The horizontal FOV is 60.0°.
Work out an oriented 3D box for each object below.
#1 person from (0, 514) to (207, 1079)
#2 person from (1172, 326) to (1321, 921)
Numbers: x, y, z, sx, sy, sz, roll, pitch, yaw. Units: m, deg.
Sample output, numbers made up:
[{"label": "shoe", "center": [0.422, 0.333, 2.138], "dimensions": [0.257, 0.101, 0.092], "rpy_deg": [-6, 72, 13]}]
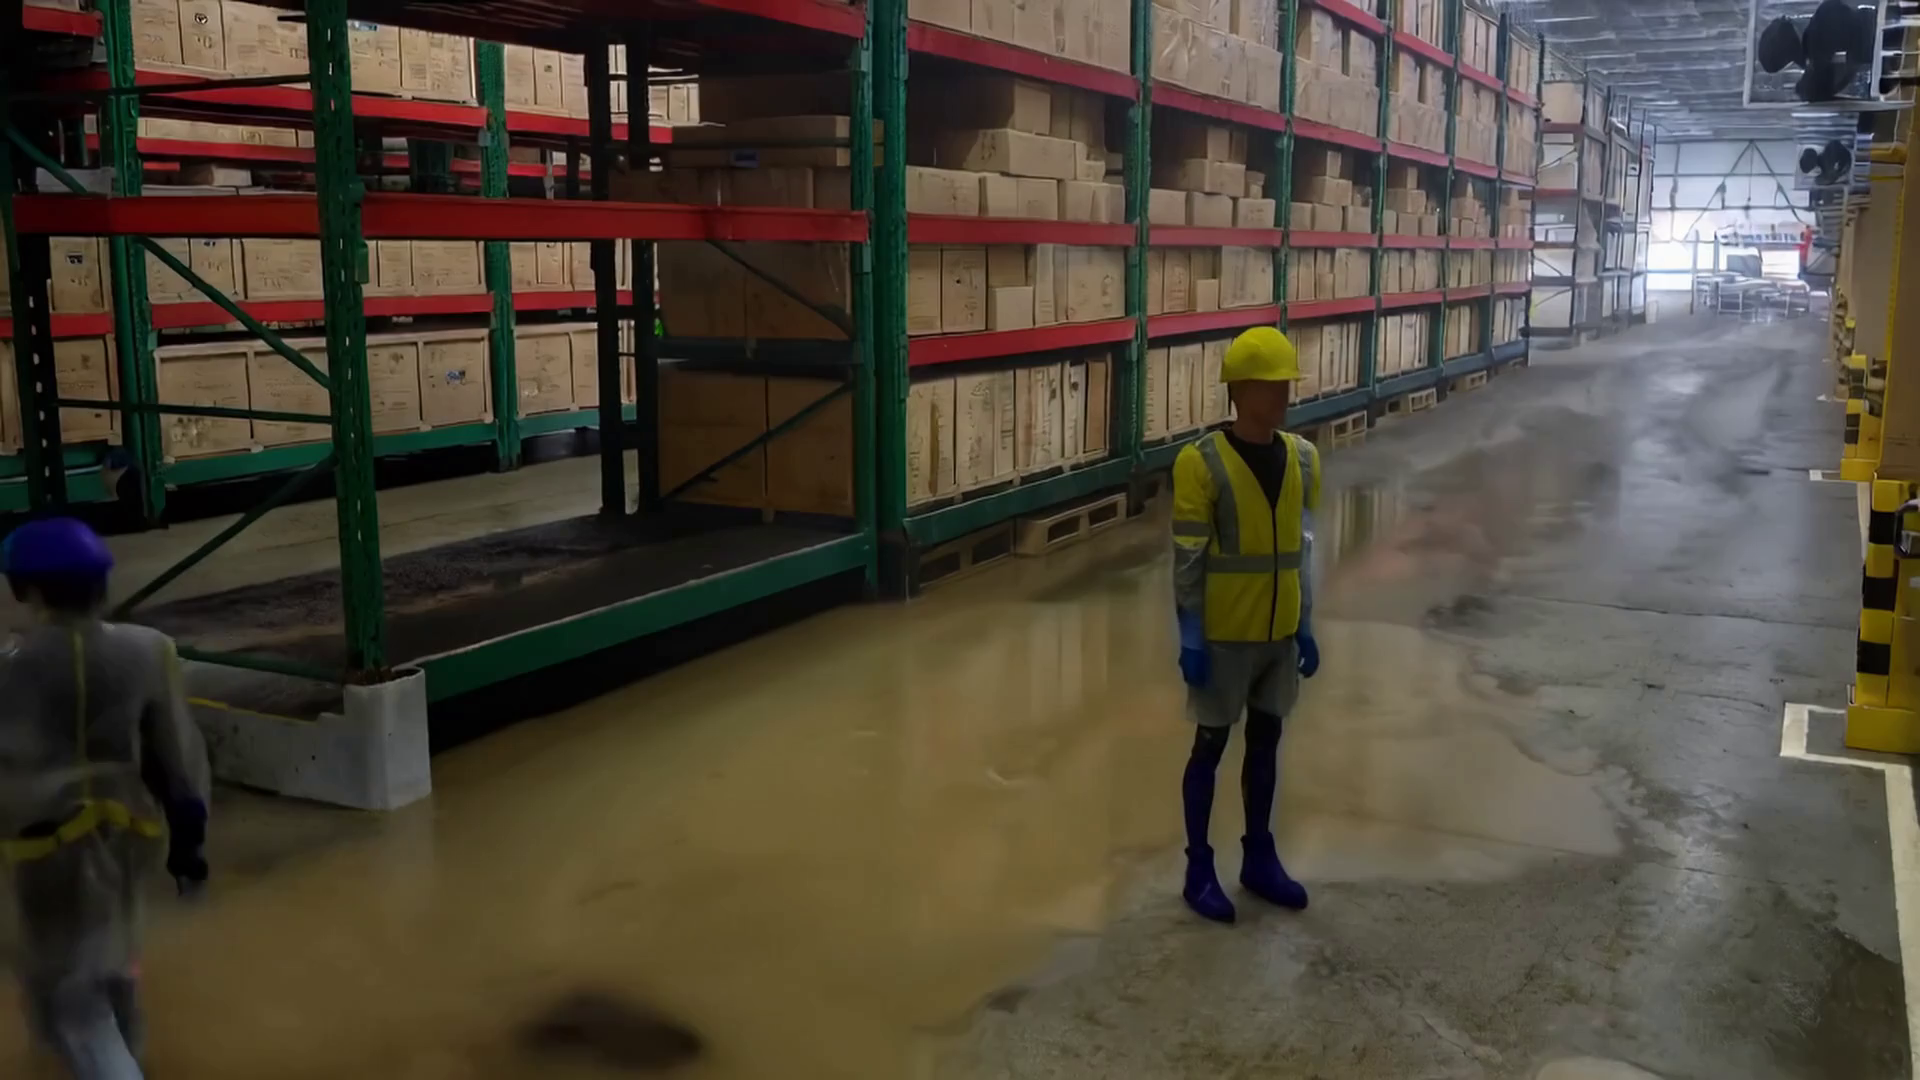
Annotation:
[{"label": "person", "center": [-1.921, 0.745, 3.721], "dimensions": [0.794, 1.606, 0.508], "rpy_deg": [7, 12, 33]}, {"label": "person", "center": [0.956, 0.274, 5.475], "dimensions": [0.545, 1.942, 0.354], "rpy_deg": [-5, 11, -25]}]
